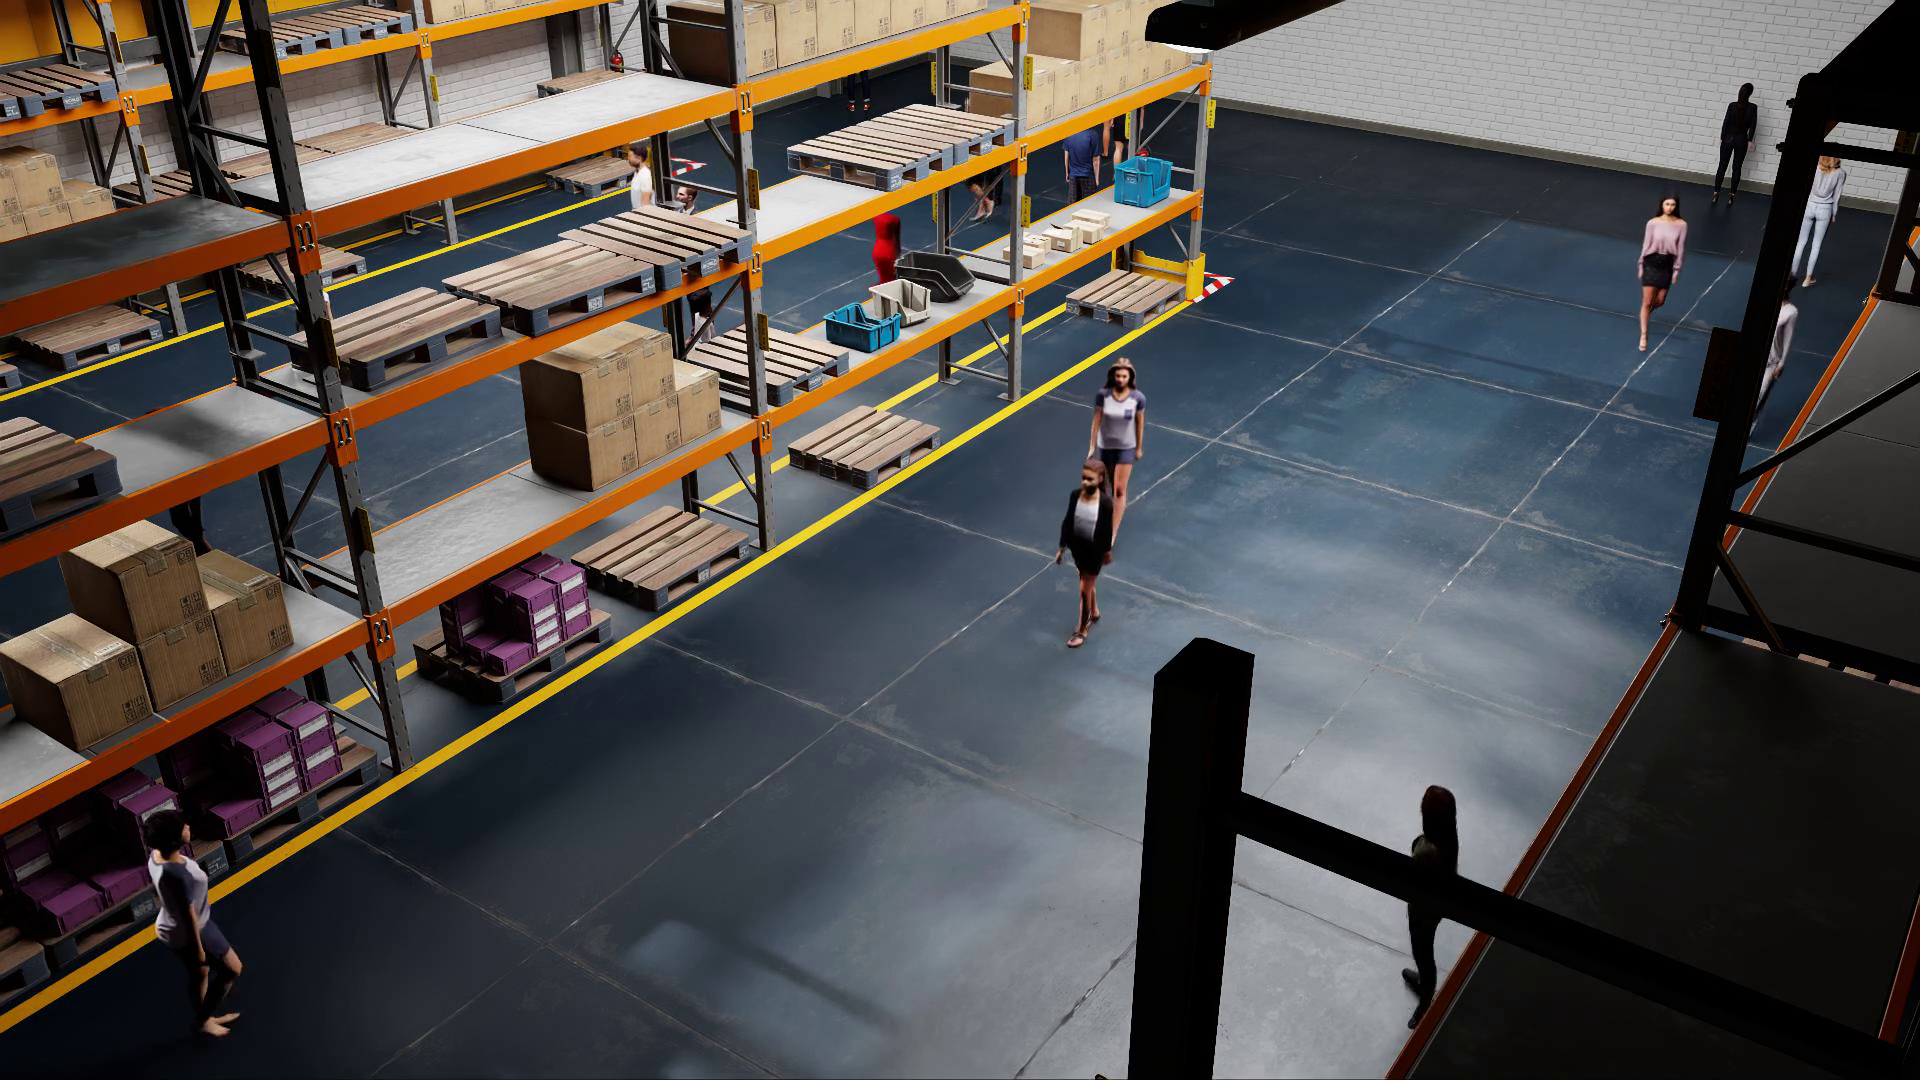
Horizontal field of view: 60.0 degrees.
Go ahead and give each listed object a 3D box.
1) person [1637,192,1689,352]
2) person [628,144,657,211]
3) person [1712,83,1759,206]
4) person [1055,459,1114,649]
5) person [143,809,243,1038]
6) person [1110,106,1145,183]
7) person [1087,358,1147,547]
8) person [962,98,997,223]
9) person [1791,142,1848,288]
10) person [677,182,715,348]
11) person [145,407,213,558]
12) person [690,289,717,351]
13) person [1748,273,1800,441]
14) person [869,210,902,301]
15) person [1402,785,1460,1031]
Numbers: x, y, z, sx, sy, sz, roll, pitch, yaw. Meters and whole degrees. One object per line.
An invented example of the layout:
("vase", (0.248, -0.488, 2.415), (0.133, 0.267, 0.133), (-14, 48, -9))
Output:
("person", (7.829, -3.034, 18.679), (0.793, 1.796, 0.986), (9, 30, 16))
("person", (-3.722, -3.875, 20.181), (1.119, 1.834, 0.976), (-13, 31, -22))
("person", (10.940, -5.597, 23.466), (0.611, 1.712, 0.537), (13, 31, 22))
("person", (1.062, 0.031, 13.335), (0.530, 1.533, 0.815), (18, 34, 30))
("person", (-4.393, 2.208, 9.321), (0.614, 1.555, 0.613), (-24, 37, -37))
("person", (2.438, -6.074, 24.338), (0.745, 1.714, 0.756), (4, 29, 7))
("person", (1.409, -0.837, 14.786), (0.782, 1.668, 1.148), (10, 30, 18))
("person", (0.316, -5.143, 22.608), (0.962, 1.737, 0.893), (2, 29, 4))
("person", (10.564, -4.024, 20.493), (0.594, 1.796, 0.510), (21, 35, 33))
("person", (-2.972, -3.055, 18.568), (0.656, 1.938, 0.718), (-22, 35, -34))
("person", (-6.456, -0.326, 13.810), (0.595, 1.704, 0.640), (-21, 35, -34))
("person", (-2.674, -2.004, 17.356), (0.579, 1.255, 0.551), (-15, 32, -25))
("person", (8.006, -1.824, 16.492), (0.698, 1.766, 0.669), (-24, 37, -36))
("person", (-0.909, -3.174, 19.001), (0.810, 1.732, 0.680), (-23, 36, -36))
("person", (2.721, 2.120, 9.583), (0.833, 1.458, 0.547), (6, 29, 10))
